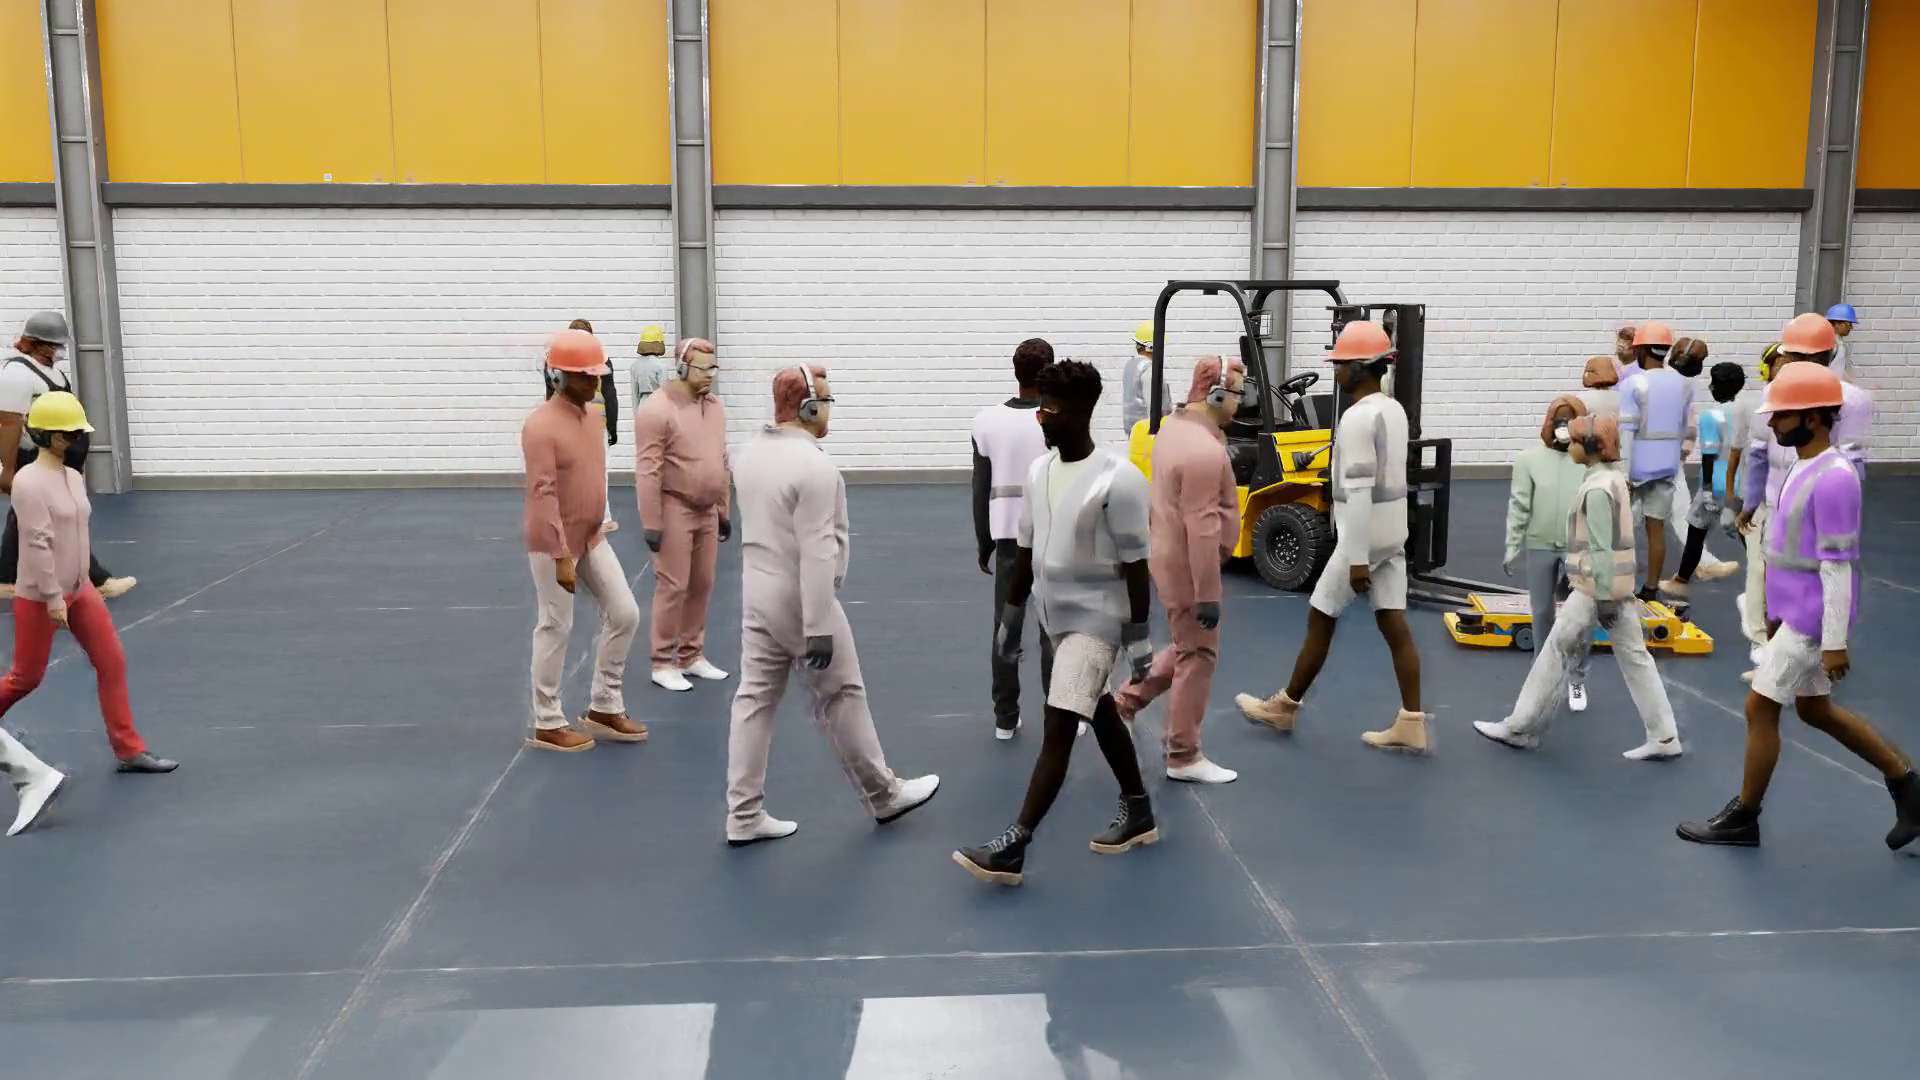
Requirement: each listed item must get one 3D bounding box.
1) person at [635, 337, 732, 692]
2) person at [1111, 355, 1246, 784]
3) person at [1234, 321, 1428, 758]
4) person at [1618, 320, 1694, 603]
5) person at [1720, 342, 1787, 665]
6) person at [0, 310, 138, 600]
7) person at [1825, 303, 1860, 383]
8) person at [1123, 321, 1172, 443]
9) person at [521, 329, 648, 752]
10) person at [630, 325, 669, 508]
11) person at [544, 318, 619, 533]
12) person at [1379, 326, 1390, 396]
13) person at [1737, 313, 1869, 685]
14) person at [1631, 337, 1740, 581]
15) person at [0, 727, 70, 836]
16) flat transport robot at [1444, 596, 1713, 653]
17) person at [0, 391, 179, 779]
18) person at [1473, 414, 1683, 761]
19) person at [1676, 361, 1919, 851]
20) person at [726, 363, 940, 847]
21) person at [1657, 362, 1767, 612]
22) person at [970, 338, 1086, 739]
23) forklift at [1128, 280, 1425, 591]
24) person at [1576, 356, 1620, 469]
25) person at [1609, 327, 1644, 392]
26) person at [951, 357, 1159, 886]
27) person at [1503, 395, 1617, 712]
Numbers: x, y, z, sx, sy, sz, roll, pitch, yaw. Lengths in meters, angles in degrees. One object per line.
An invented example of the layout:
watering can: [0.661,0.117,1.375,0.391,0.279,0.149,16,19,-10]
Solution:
person: [-1.452,-0.138,8.926,0.400,1.888,0.660,5,10,28]
person: [0.937,0.144,7.160,0.547,1.876,0.681,-1,9,-4]
person: [1.791,-0.015,7.792,1.018,1.991,0.629,7,11,36]
person: [4.502,-0.476,10.933,0.545,1.916,0.523,-2,9,-10]
person: [4.630,-0.221,9.563,0.535,1.848,0.687,0,9,1]
person: [-6.108,-0.583,11.218,1.023,2.000,0.772,-2,9,-12]
person: [8.372,-1.299,16.022,0.402,1.943,0.605,1,9,7]
person: [1.579,-0.925,14.013,0.403,1.834,0.588,-2,9,-15]
person: [-1.729,0.021,7.654,0.653,1.963,0.623,3,10,19]
person: [-2.888,-1.151,15.719,0.484,1.744,0.295,6,11,34]
person: [-3.222,-0.972,14.279,0.630,1.846,0.429,1,9,8]
person: [3.308,-0.825,13.494,0.872,1.792,0.621,7,12,38]
person: [4.471,-0.194,8.839,0.560,2.019,0.649,-3,10,-21]
person: [5.176,-0.592,12.154,1.005,1.757,0.697,5,10,27]
person: [-3.995,0.276,6.362,0.937,1.880,0.595,-6,11,-35]
flat transport robot: [3.694,0.491,10.016,1.431,0.197,0.652,2,9,9]
person: [-3.983,0.208,7.231,0.882,1.722,0.508,0,9,2]
person: [2.894,0.221,7.594,0.903,1.585,0.497,6,11,31]
person: [3.301,0.274,6.303,0.897,1.904,0.570,3,9,18]
person: [-0.535,0.247,6.533,0.932,1.863,0.674,-7,11,-37]
person: [5.104,-0.357,11.035,0.539,1.636,0.885,-3,9,-18]
person: [0.339,0.010,7.878,0.587,1.920,0.391,4,10,22]
forklift: [2.301,-0.860,12.475,1.214,2.155,2.313,-6,11,-35]
person: [4.921,-0.612,12.781,0.506,1.605,0.806,-4,10,-23]
person: [5.273,-0.788,13.301,0.504,1.808,0.625,2,9,11]
person: [0.377,0.288,6.145,1.020,1.904,0.619,-6,11,-33]
person: [3.035,0.074,8.427,0.514,1.619,0.457,5,10,27]
